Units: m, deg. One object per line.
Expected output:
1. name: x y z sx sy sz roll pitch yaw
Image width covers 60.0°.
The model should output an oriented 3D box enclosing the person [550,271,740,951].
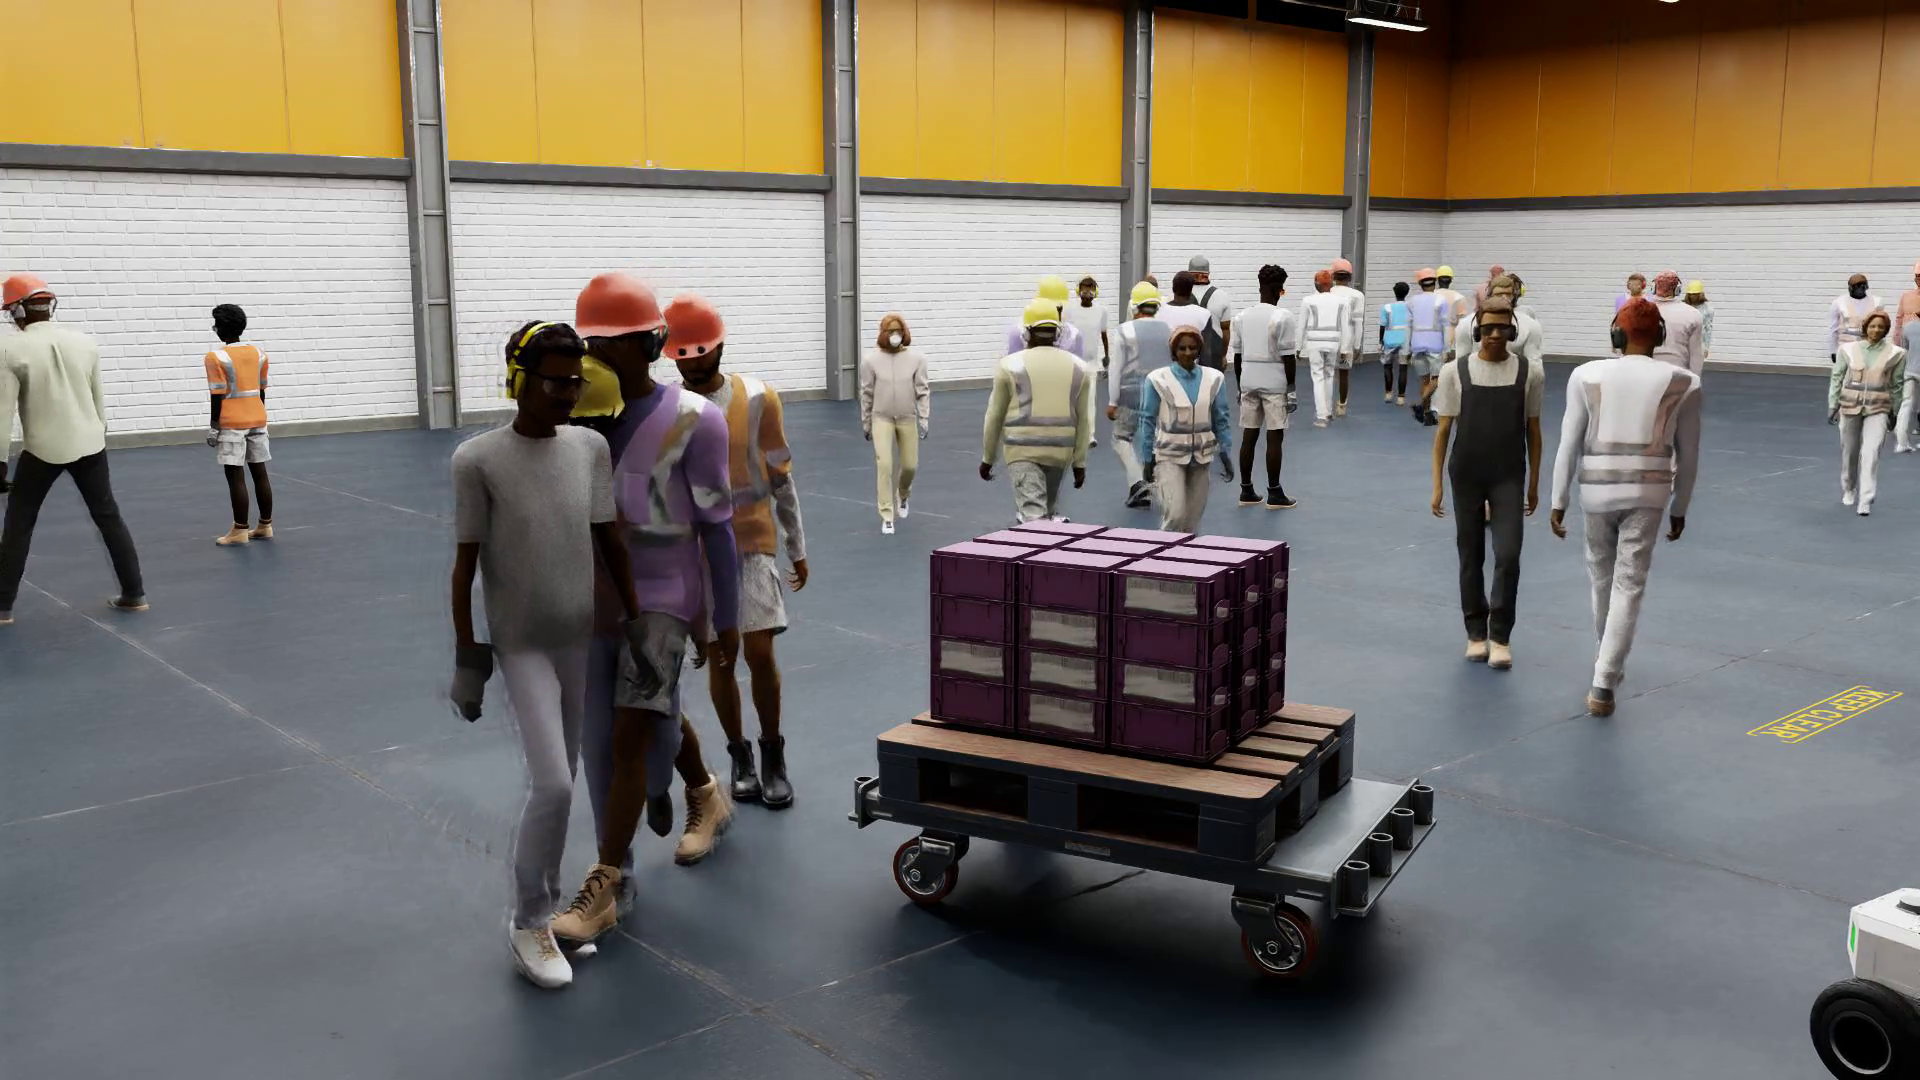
1. person: -0.999 0.165 5.167 0.609 1.986 1.122 4 11 24

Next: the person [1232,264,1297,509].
1. person: 2.463 -1.227 13.362 0.371 1.959 0.602 -9 13 -42

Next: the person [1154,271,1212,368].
1. person: 1.920 -1.438 14.819 0.615 1.889 0.732 1 10 6

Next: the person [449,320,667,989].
1. person: -1.117 0.314 4.678 0.554 1.846 0.515 7 12 35

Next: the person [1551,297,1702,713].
1. person: 3.028 -0.180 7.593 0.586 1.828 0.959 5 11 27

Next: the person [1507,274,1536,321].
1. person: 5.302 -1.646 16.150 0.505 1.844 0.727 3 10 16

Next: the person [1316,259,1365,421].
1. person: 4.685 -2.477 20.614 0.608 2.000 1.074 2 10 14

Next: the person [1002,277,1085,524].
1. person: 0.642 -0.962 12.084 0.605 1.861 1.018 -4 11 -23

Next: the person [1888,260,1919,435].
1. person: 10.879 -2.187 18.880 0.382 1.994 0.613 -5 11 -29

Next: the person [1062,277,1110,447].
1. person: 1.312 -1.912 17.834 0.605 1.806 1.018 0 10 0

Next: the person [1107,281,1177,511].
1. person: 1.444 -1.125 13.158 0.614 1.822 0.415 -3 10 -19

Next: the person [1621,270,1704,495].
1. person: 5.951 -1.333 14.138 0.648 1.907 0.409 4 11 24

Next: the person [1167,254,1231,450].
1. person: 2.481 -1.960 17.414 0.673 2.000 0.536 1 10 4

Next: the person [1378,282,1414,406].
1. person: 5.953 -2.661 22.594 0.557 1.671 0.694 2 10 9

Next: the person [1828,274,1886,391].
1. person: 10.954 -2.347 20.378 0.661 1.813 0.591 2 10 14

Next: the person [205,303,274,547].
1. person: -5.050 -0.803 11.643 0.318 1.698 0.534 3 10 19

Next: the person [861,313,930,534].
1. person: -0.488 -0.876 12.334 0.507 1.619 0.596 -1 10 -8

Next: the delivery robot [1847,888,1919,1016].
1. delivery robot: 2.494 1.044 3.900 0.477 0.478 0.707 -6 12 -32

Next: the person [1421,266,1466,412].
1. person: 6.210 -2.592 21.538 0.622 1.892 0.517 3 10 17

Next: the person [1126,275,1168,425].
1. person: 2.311 -2.320 20.261 0.646 1.800 0.963 6 11 31

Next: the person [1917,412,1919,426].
1. person: 10.908 -1.980 18.009 0.709 1.889 0.647 1 10 7

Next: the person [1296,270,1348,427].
1. person: 4.317 -2.298 19.982 0.565 1.846 0.884 -1 10 -6

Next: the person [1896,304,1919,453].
1. person: 9.929 -1.699 17.120 0.563 1.613 0.503 -4 11 -23

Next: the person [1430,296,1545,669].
1. person: 2.576 -0.272 8.158 0.523 1.822 0.629 3 10 16

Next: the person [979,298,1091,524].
1. person: 0.449 -0.508 9.677 0.600 1.789 0.926 -4 10 -21

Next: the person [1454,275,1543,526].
1. person: 4.090 -1.066 12.669 0.651 1.880 1.037 2 10 11

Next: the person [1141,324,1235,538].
1. person: 1.338 -0.455 9.812 0.525 1.623 0.389 -3 10 -17

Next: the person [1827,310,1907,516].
1. person: 7.210 -1.031 13.248 0.508 1.601 0.843 6 12 33

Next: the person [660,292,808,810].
1. person: -0.858 0.054 6.044 0.622 1.892 0.546 -1 10 -8

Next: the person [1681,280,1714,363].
1. person: 9.582 -2.541 21.779 0.488 1.720 0.621 5 11 26

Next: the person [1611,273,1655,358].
1. person: 8.955 -2.631 22.024 0.572 1.813 0.734 8 13 40

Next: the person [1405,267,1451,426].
1. person: 5.532 -2.284 19.741 0.592 1.891 0.594 8 12 38

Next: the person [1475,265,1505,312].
1. person: 8.373 -3.333 25.926 0.673 1.870 0.812 9 13 43

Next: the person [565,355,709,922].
1. person: -1.081 0.275 5.218 0.570 1.731 0.638 -2 10 -10

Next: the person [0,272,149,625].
1. person: -5.110 -0.506 9.245 0.573 1.943 0.802 7 12 35
